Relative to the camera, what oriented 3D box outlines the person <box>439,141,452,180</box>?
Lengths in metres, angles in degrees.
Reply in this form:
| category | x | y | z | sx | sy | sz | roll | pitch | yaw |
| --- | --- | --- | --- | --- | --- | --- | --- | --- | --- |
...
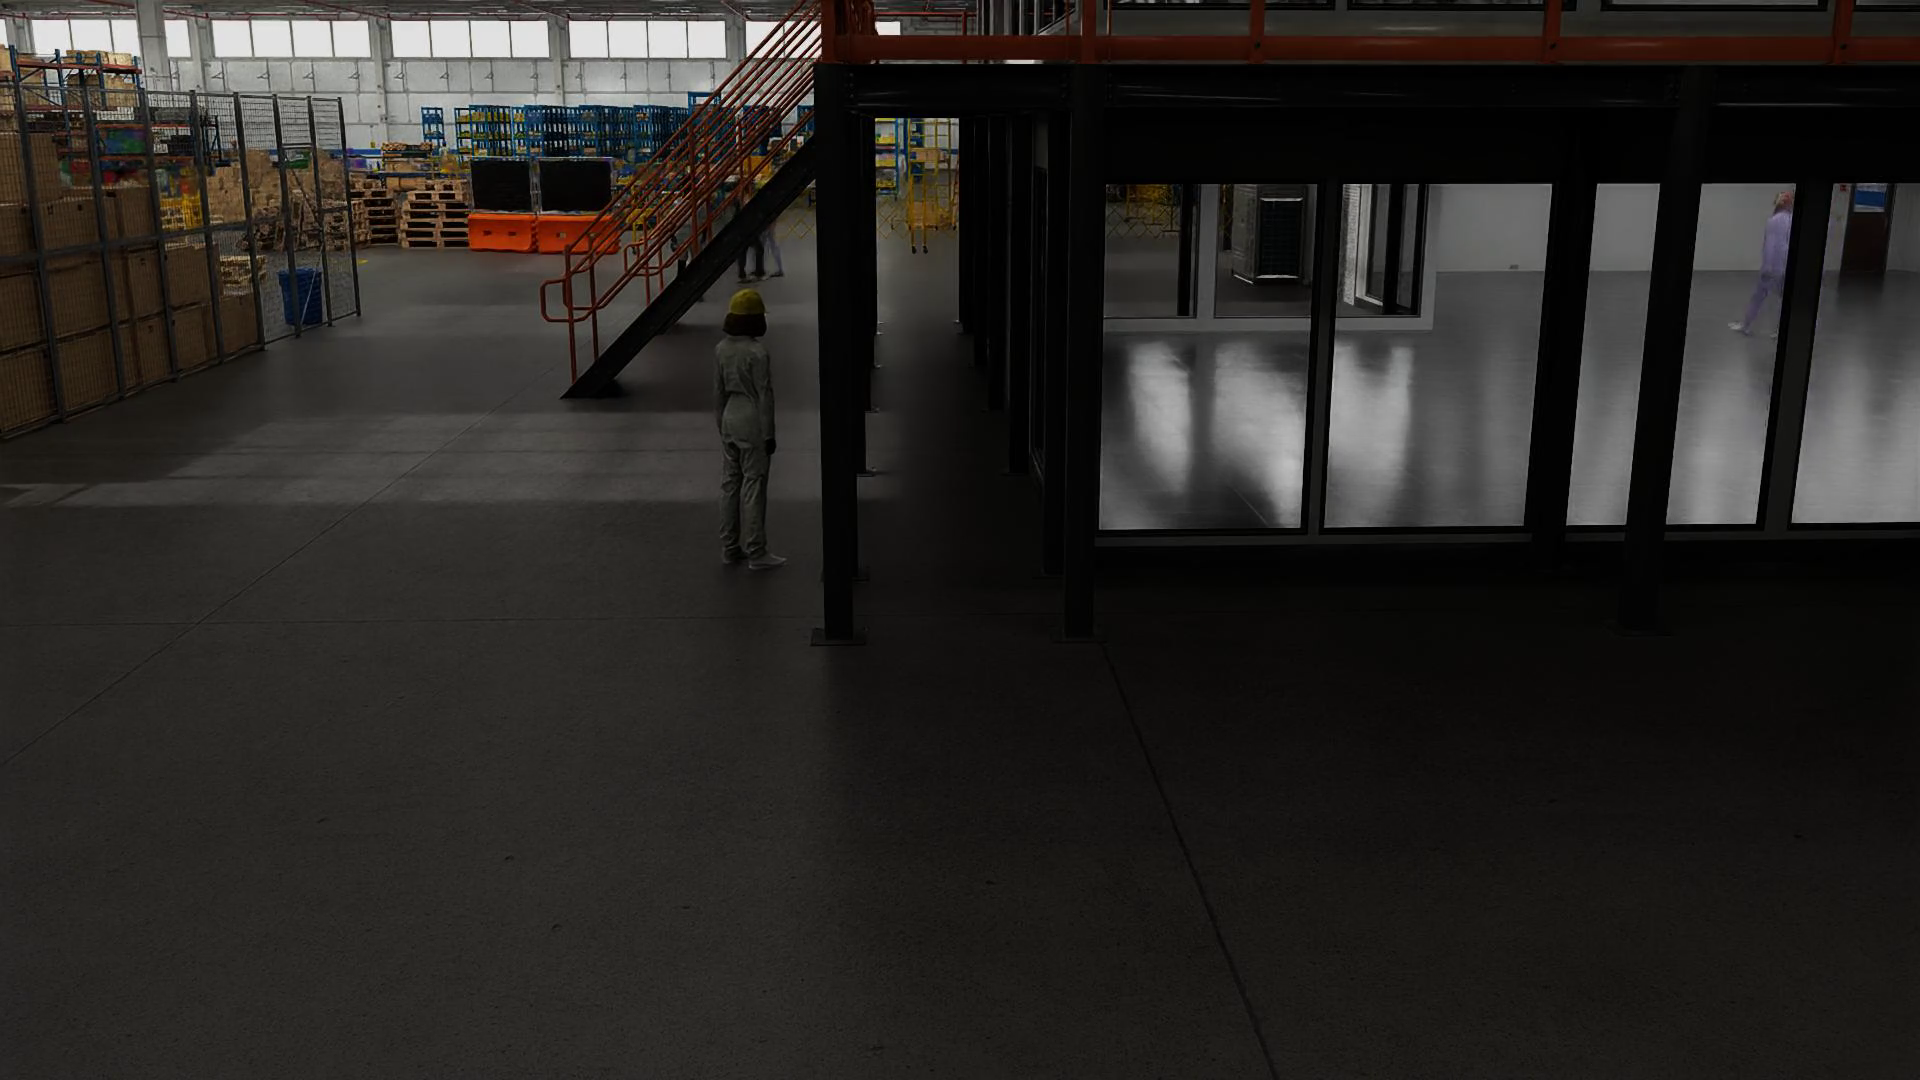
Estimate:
| category | x | y | z | sx | sy | sz | roll | pitch | yaw |
| --- | --- | --- | --- | --- | --- | --- | --- | --- | --- |
| person | -25.042 | -18.456 | 80.986 | 0.605 | 1.951 | 0.382 | -9 | 17 | -32 |

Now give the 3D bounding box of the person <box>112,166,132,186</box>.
| category | x | y | z | sx | sy | sz | roll | pitch | yaw |
| --- | --- | --- | --- | --- | --- | --- | --- | --- | --- |
| person | -17.237 | -6.697 | 34.102 | 0.868 | 1.885 | 0.628 | 1 | 14 | 2 |

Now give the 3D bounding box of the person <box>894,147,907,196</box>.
| category | x | y | z | sx | sy | sz | roll | pitch | yaw |
| --- | --- | --- | --- | --- | --- | --- | --- | --- | --- |
| person | -2.427 | -14.413 | 64.980 | 0.642 | 1.875 | 0.870 | -3 | 14 | -13 |

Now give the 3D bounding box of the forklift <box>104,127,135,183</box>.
| category | x | y | z | sx | sy | sz | roll | pitch | yaw |
| --- | --- | --- | --- | --- | --- | --- | --- | --- | --- |
| forklift | -36.451 | -16.887 | 72.827 | 1.873 | 2.768 | 1.129 | 3 | 14 | 13 |

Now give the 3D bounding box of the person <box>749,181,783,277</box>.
| category | x | y | z | sx | sy | sz | roll | pitch | yaw |
| --- | --- | --- | --- | --- | --- | --- | --- | --- | --- |
| person | -3.568 | -5.669 | 30.334 | 0.591 | 1.719 | 0.535 | -9 | 16 | -31 |

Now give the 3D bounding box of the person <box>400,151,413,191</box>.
| category | x | y | z | sx | sy | sz | roll | pitch | yaw |
| --- | --- | --- | --- | --- | --- | --- | --- | --- | --- |
| person | -22.739 | -15.126 | 68.077 | 0.568 | 1.746 | 0.559 | -3 | 14 | -12 |

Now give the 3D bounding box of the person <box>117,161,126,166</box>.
| category | x | y | z | sx | sy | sz | roll | pitch | yaw |
| --- | --- | --- | --- | --- | --- | --- | --- | --- | --- |
| person | -31.974 | -14.073 | 63.492 | 0.356 | 1.938 | 0.545 | -9 | 17 | -32 |

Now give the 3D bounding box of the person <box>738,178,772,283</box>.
| category | x | y | z | sx | sy | sz | roll | pitch | yaw |
| --- | --- | --- | --- | --- | --- | --- | --- | --- | --- |
| person | -3.611 | -5.418 | 29.112 | 0.761 | 1.823 | 0.520 | -10 | 17 | -36 |

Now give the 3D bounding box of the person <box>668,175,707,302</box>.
| category | x | y | z | sx | sy | sz | roll | pitch | yaw |
| --- | --- | --- | --- | --- | --- | --- | --- | --- | --- |
| person | -4.238 | -4.703 | 25.985 | 0.607 | 1.966 | 0.367 | -3 | 14 | -13 |

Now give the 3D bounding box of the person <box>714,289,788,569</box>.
| category | x | y | z | sx | sy | sz | roll | pitch | yaw |
| --- | --- | --- | --- | --- | --- | --- | --- | --- | --- |
| person | -1.324 | -0.693 | 10.410 | 0.488 | 1.743 | 0.321 | 12 | 19 | 41 |

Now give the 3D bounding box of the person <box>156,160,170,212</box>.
| category | x | y | z | sx | sy | sz | roll | pitch | yaw |
| --- | --- | --- | --- | --- | --- | --- | --- | --- | --- |
| person | -24.816 | -10.966 | 51.709 | 0.295 | 1.630 | 0.512 | 2 | 14 | 8 |

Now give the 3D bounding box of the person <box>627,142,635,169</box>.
| category | x | y | z | sx | sy | sz | roll | pitch | yaw |
| --- | --- | --- | --- | --- | --- | --- | --- | --- | --- |
| person | -16.831 | -19.413 | 85.061 | 0.472 | 1.818 | 0.617 | 1 | 14 | 2 |

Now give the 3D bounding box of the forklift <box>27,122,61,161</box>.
| category | x | y | z | sx | sy | sz | roll | pitch | yaw |
| --- | --- | --- | --- | --- | --- | --- | --- | --- | --- |
| forklift | -35.376 | -14.773 | 64.377 | 1.129 | 2.768 | 1.873 | -1 | 14 | -2 |

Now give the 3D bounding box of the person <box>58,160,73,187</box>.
| category | x | y | z | sx | sy | sz | roll | pitch | yaw |
| --- | --- | --- | --- | --- | --- | --- | --- | --- | --- |
| person | -23.585 | -9.052 | 43.691 | 0.603 | 1.812 | 0.565 | 0 | 14 | 0 |

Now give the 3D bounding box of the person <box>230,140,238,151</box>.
| category | x | y | z | sx | sy | sz | roll | pitch | yaw |
| --- | --- | --- | --- | --- | --- | --- | --- | --- | --- |
| person | -34.137 | -17.818 | 78.345 | 0.376 | 1.995 | 0.609 | -6 | 15 | -23 |

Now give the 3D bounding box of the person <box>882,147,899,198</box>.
| category | x | y | z | sx | sy | sz | roll | pitch | yaw |
| --- | --- | --- | --- | --- | --- | --- | --- | --- | --- |
| person | -2.584 | -13.856 | 62.443 | 0.647 | 2.024 | 0.562 | -10 | 17 | -36 |
